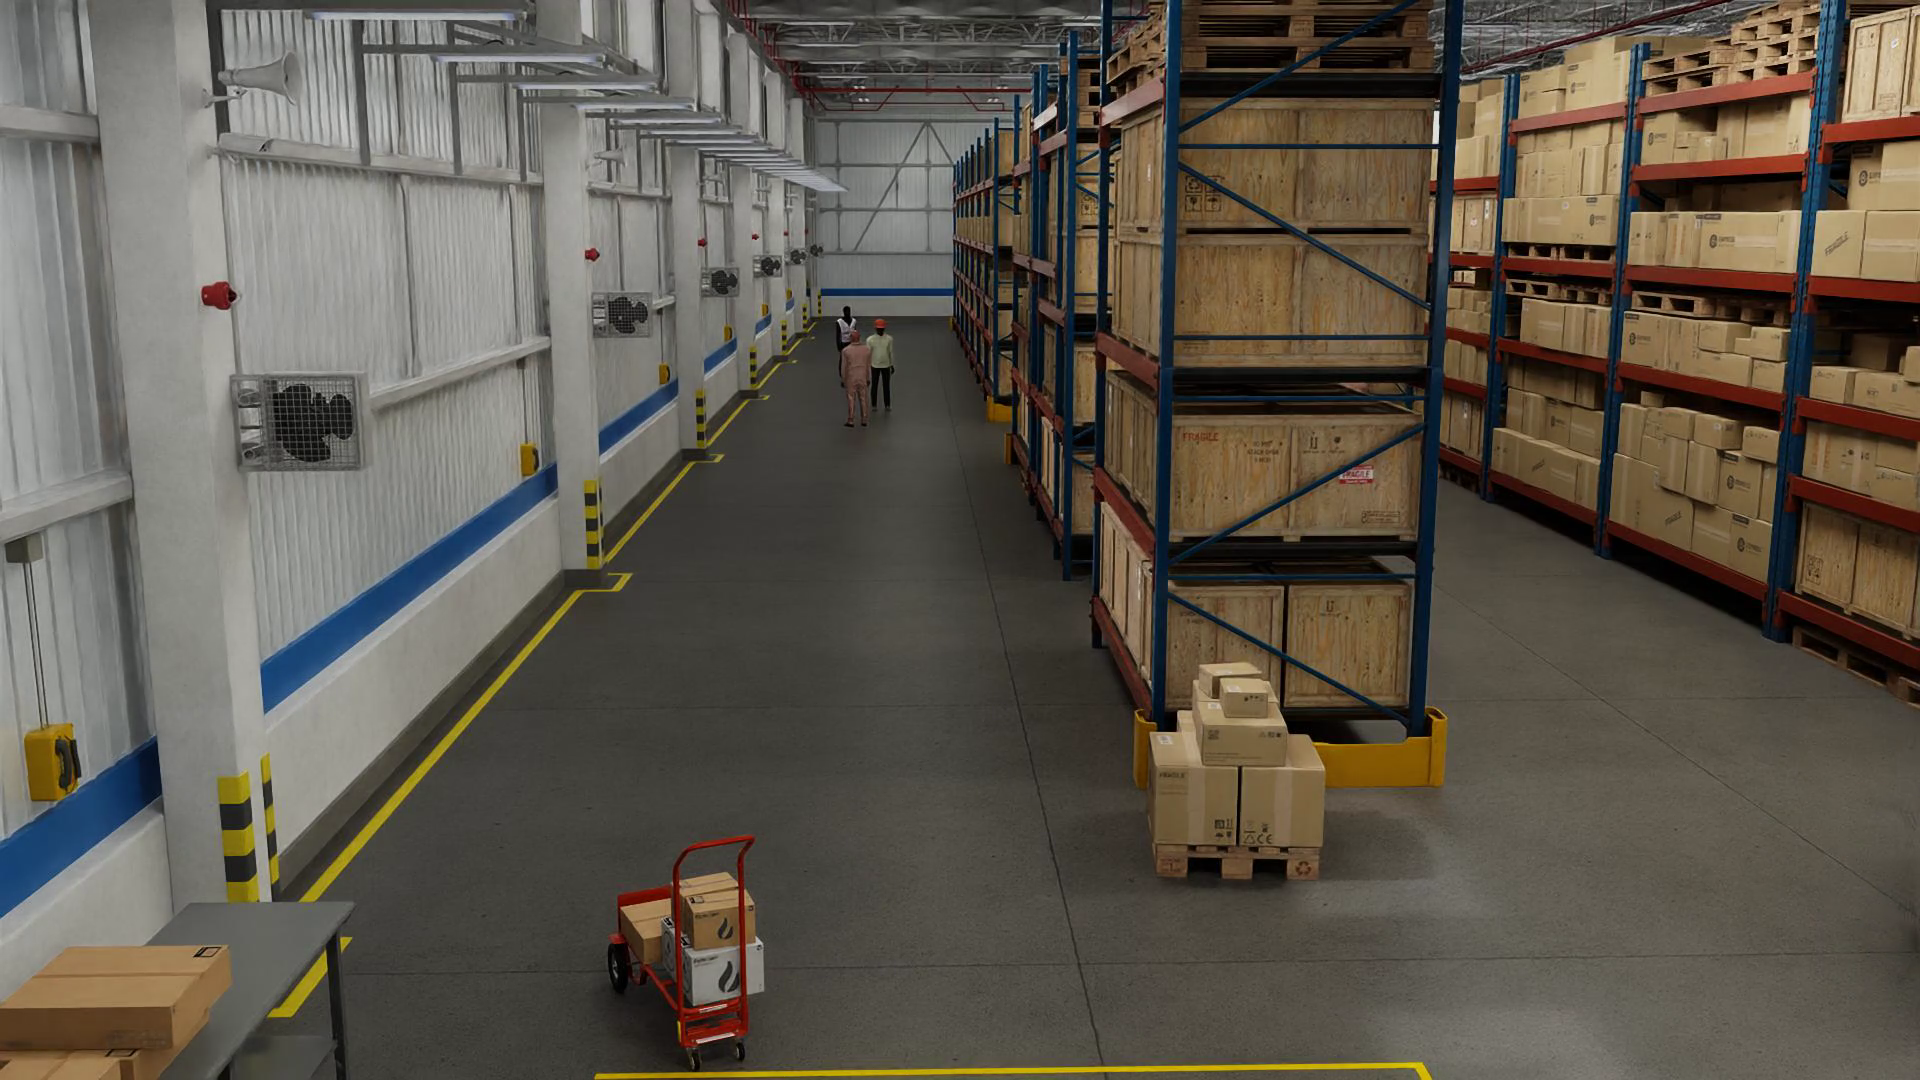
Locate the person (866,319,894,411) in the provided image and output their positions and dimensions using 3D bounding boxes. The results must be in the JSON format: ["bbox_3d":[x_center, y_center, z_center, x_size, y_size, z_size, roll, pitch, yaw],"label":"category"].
[{"bbox_3d":[-1.709,-3.748,35.691,0.619,1.986,0.410,-3,11,-15],"label":"person"}]

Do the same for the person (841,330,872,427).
[{"bbox_3d":[-2.075,-3.201,33.030,0.651,1.913,0.410,-5,12,-25],"label":"person"}]

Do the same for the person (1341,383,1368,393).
[{"bbox_3d":[6.167,-1.952,26.561,0.666,1.895,0.426,3,11,14],"label":"person"}]

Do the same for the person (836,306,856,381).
[{"bbox_3d":[-2.909,-5.017,42.491,0.591,1.910,0.388,-8,14,-37],"label":"person"}]
